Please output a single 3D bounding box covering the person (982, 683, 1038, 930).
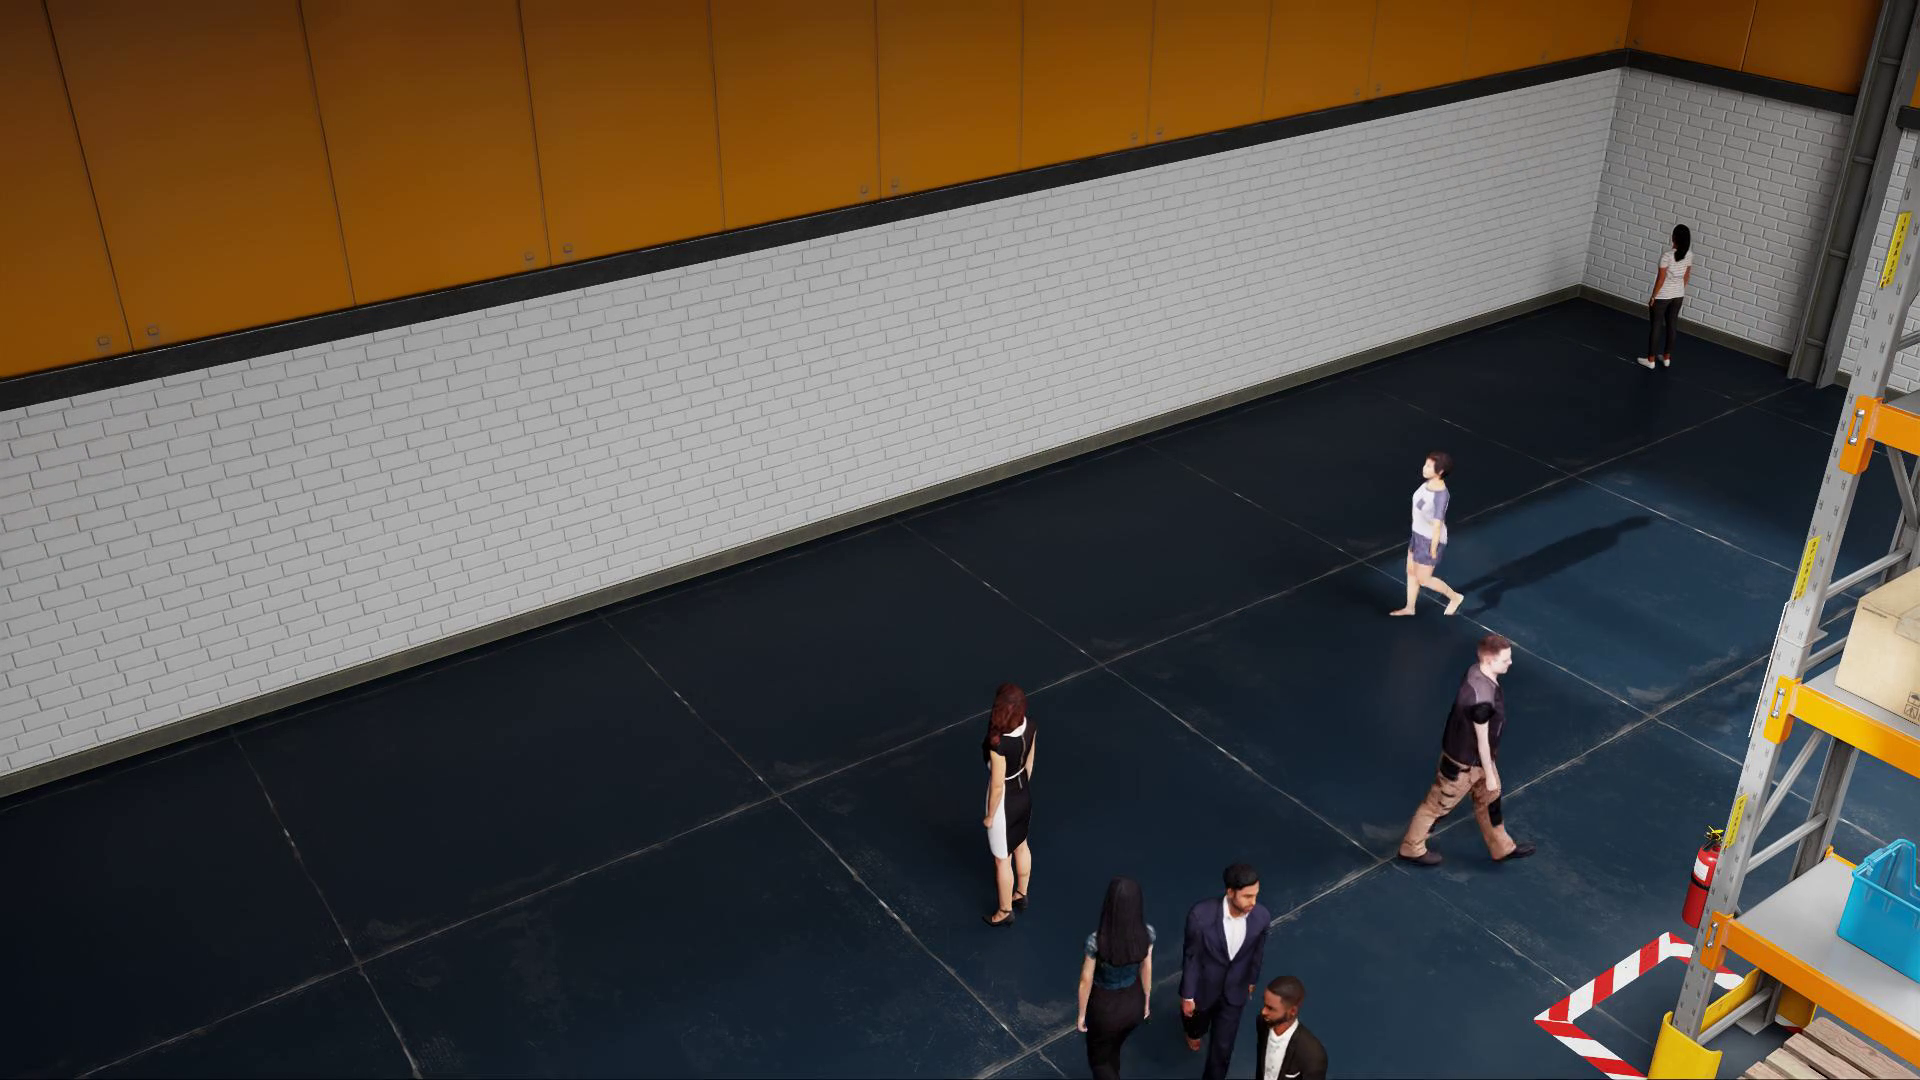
[{"bbox_3d":[0.309,1.657,10.363,0.584,1.796,0.633,20,34,32],"label":"person"}]

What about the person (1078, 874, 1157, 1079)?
[{"bbox_3d":[0.855,2.562,8.795,0.727,1.710,0.953,-9,30,-17],"label":"person"}]

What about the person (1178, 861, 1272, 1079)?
[{"bbox_3d":[1.379,2.394,9.116,0.981,1.696,1.169,-1,29,-2],"label":"person"}]

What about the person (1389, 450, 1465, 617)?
[{"bbox_3d":[3.923,-0.026,13.706,0.859,1.549,0.845,-1,29,-1],"label":"person"}]

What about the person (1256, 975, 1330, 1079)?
[{"bbox_3d":[1.686,2.861,8.198,0.723,1.756,1.120,-21,35,-33],"label":"person"}]

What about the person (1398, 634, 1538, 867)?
[{"bbox_3d":[3.207,1.390,10.850,1.219,1.800,1.078,9,30,16],"label":"person"}]

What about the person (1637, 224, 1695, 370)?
[{"bbox_3d":[7.904,-2.723,18.550,0.635,1.646,0.629,-7,29,-13],"label":"person"}]
